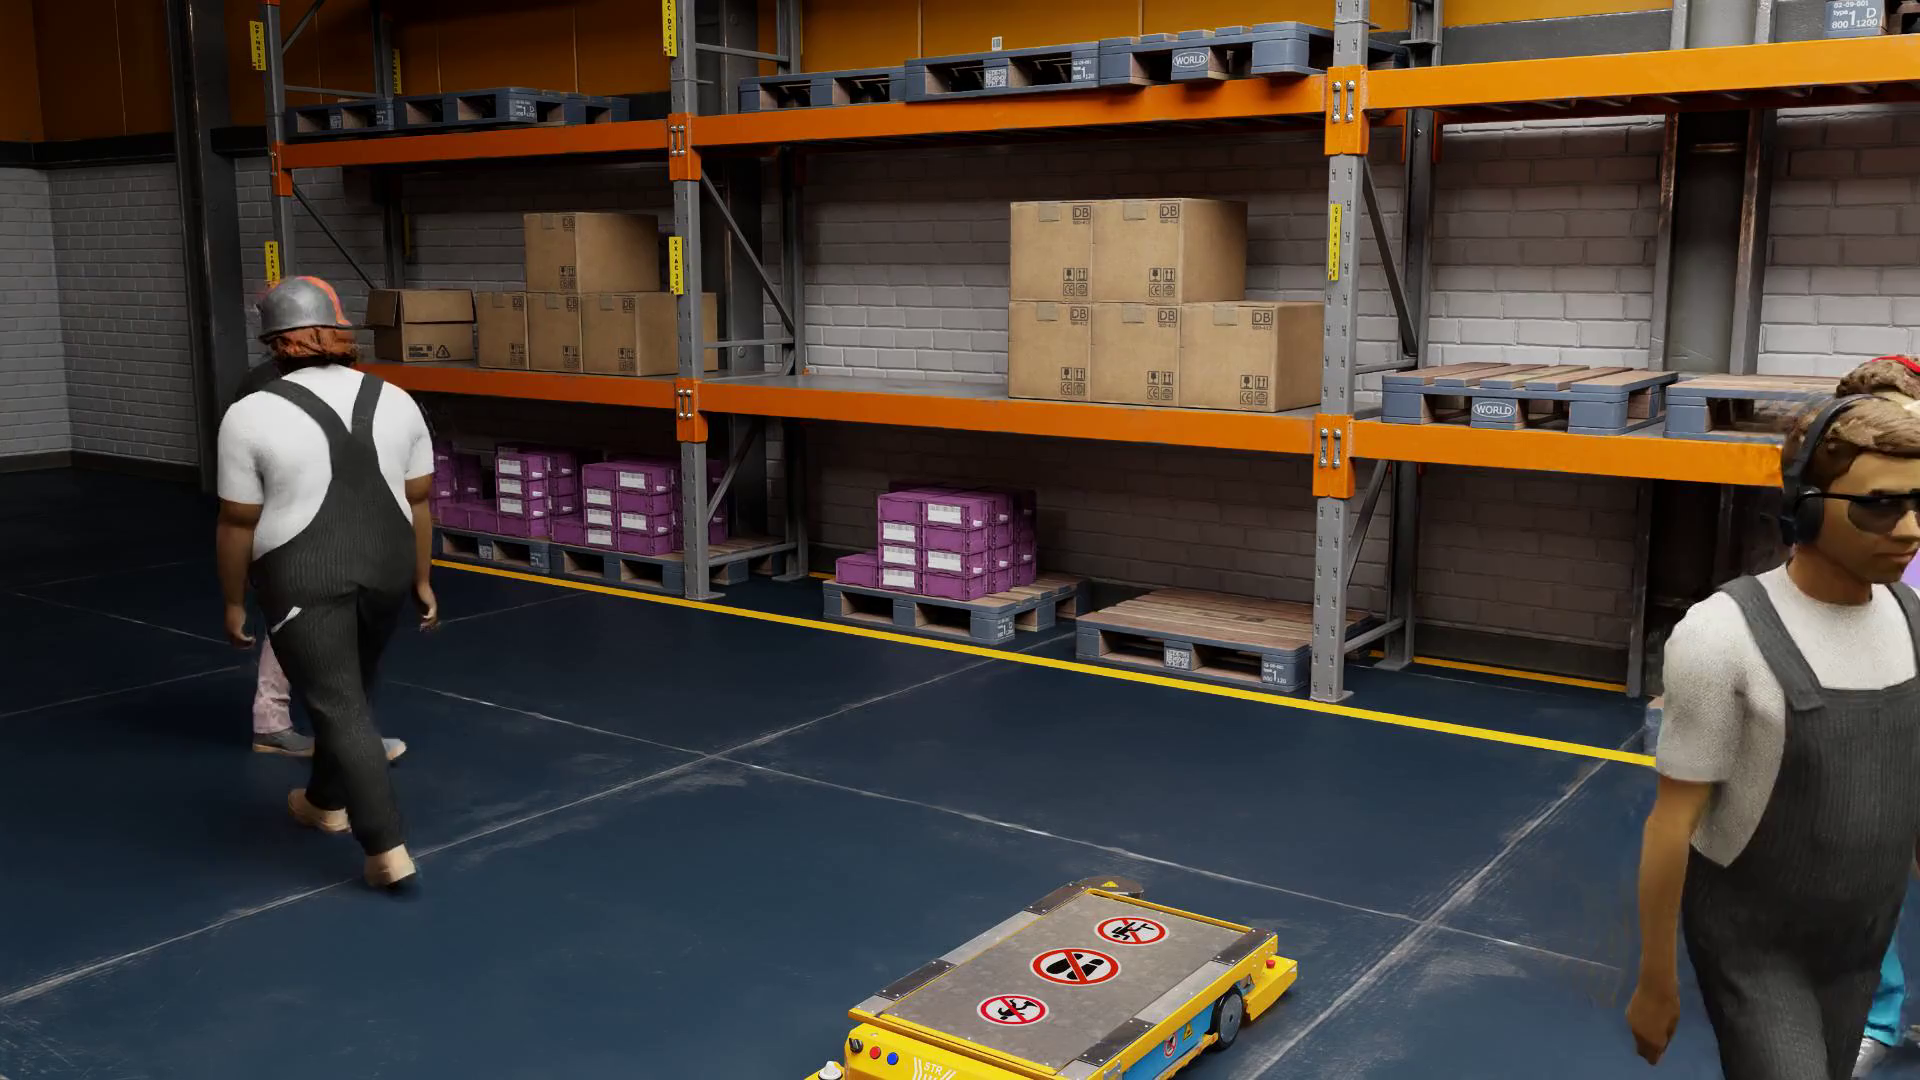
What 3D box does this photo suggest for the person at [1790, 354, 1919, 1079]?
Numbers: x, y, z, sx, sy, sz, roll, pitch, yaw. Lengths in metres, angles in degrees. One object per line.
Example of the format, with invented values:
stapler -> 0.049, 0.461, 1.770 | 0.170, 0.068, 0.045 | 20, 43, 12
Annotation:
person -> 2.365, 0.460, 4.032 | 0.726, 1.807, 0.372 | 3, 10, 16

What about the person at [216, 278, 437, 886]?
person -> -2.088, 0.090, 5.501 | 1.059, 2.000, 0.686 | 8, 12, 40

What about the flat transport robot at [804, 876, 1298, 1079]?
flat transport robot -> 0.254, 1.194, 4.191 | 0.652, 0.197, 1.431 | 7, 12, 35

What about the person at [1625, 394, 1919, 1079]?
person -> 1.373, 0.695, 2.570 | 0.512, 1.824, 0.703 | -4, 10, -22

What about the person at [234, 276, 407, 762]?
person -> -2.544, -0.065, 6.678 | 0.867, 1.956, 0.616 | 1, 10, 5
